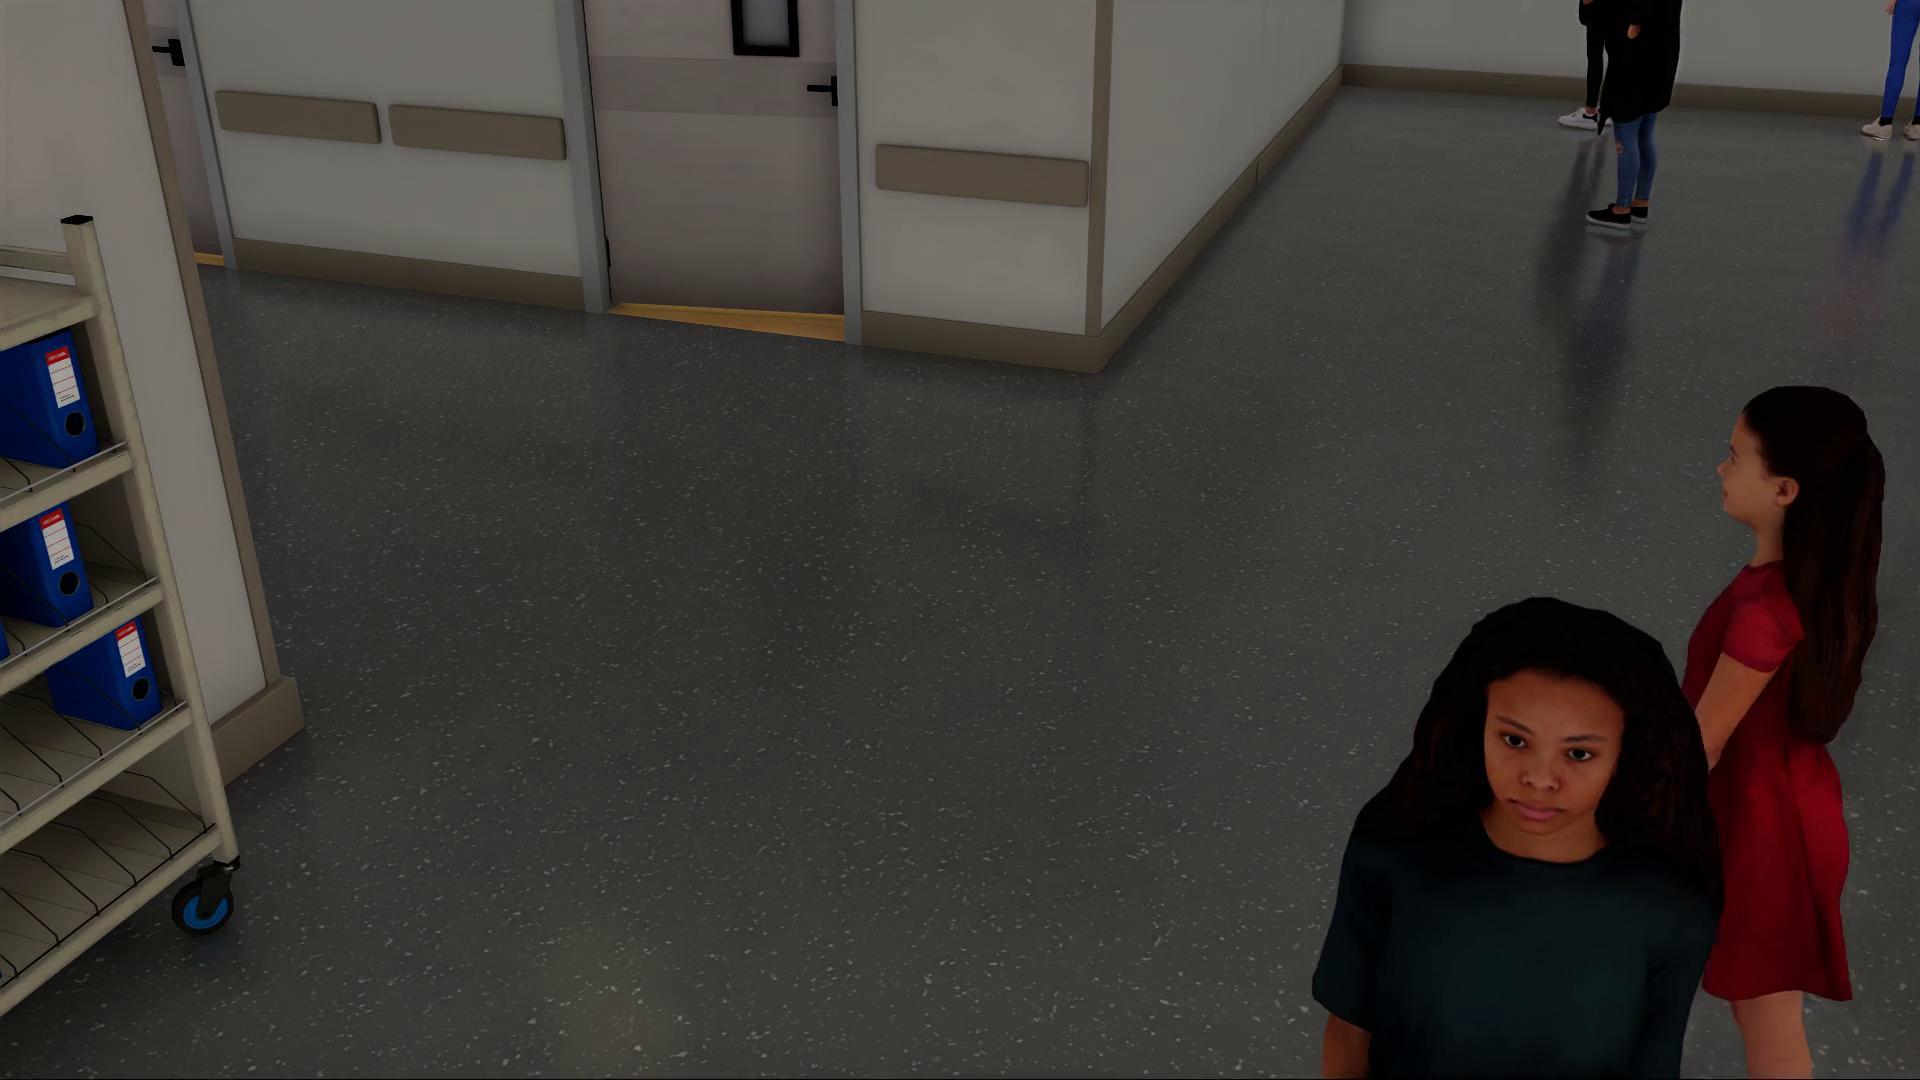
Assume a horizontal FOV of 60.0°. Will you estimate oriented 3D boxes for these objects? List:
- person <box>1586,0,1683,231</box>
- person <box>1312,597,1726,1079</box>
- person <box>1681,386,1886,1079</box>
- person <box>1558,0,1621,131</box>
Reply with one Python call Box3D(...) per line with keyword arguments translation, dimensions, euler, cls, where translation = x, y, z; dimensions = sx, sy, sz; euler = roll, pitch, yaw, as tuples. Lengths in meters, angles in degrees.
Box3D(translation=(3.685, -2.527, 8.929), dimensions=(0.768, 1.684, 0.630), euler=(22, 33, 37), cls="person")
Box3D(translation=(0.645, 0.801, 2.104), dimensions=(0.587, 1.617, 0.578), euler=(8, 27, 17), cls="person")
Box3D(translation=(1.410, 0.512, 2.815), dimensions=(0.713, 1.520, 0.916), euler=(15, 29, 28), cls="person")
Box3D(translation=(4.403, -3.710, 11.242), dimensions=(0.637, 1.804, 0.746), euler=(-19, 32, -34), cls="person")
